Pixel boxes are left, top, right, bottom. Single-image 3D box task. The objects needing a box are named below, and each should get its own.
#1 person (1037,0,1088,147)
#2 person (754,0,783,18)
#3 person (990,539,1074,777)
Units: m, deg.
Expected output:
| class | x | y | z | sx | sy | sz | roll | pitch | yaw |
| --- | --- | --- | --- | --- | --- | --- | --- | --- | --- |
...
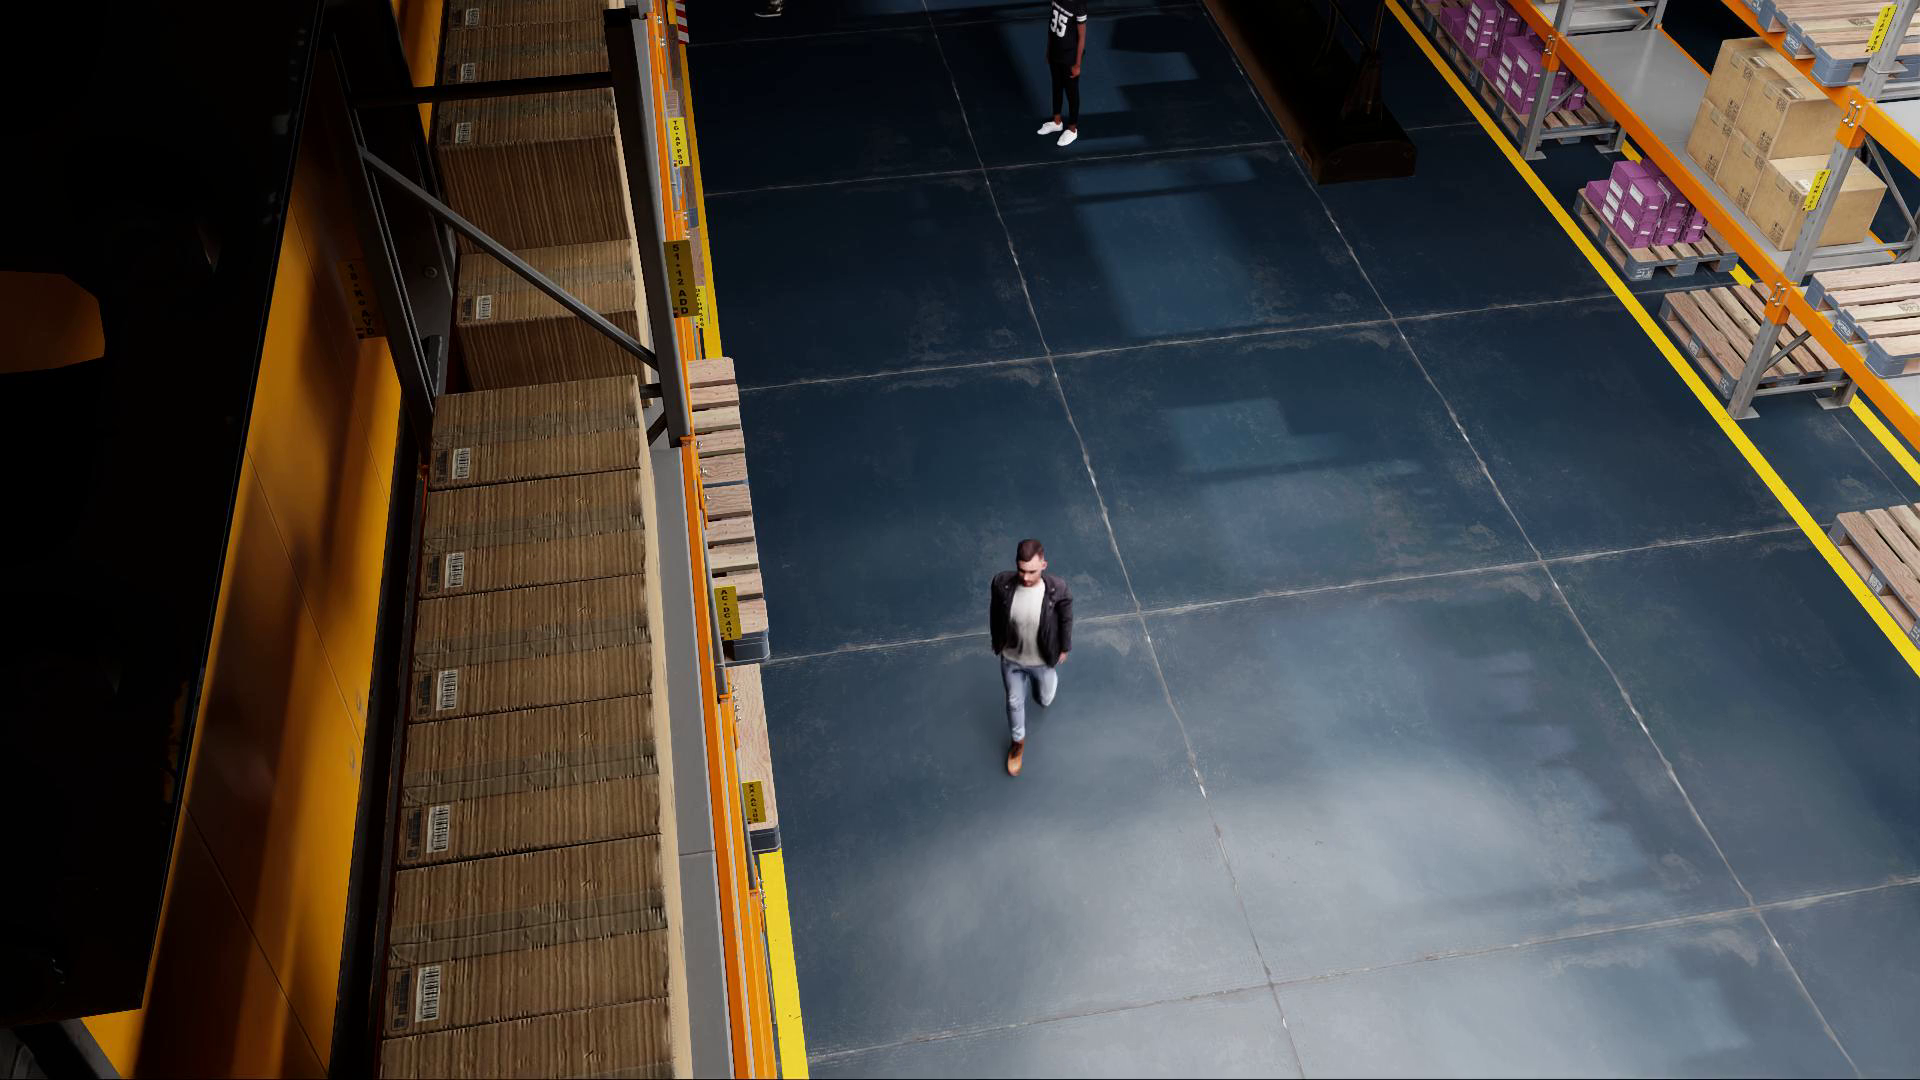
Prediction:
| class | x | y | z | sx | sy | sz | roll | pitch | yaw |
| --- | --- | --- | --- | --- | --- | --- | --- | --- | --- |
| person | 1.004 | -4.612 | 15.804 | 0.769 | 1.728 | 0.672 | -29 | 51 | -27 |
| person | -2.055 | -6.512 | 17.735 | 0.834 | 1.816 | 0.642 | 9 | 44 | 10 |
| person | 0.440 | 0.625 | 10.240 | 0.898 | 1.822 | 1.075 | 9 | 44 | 10 |
